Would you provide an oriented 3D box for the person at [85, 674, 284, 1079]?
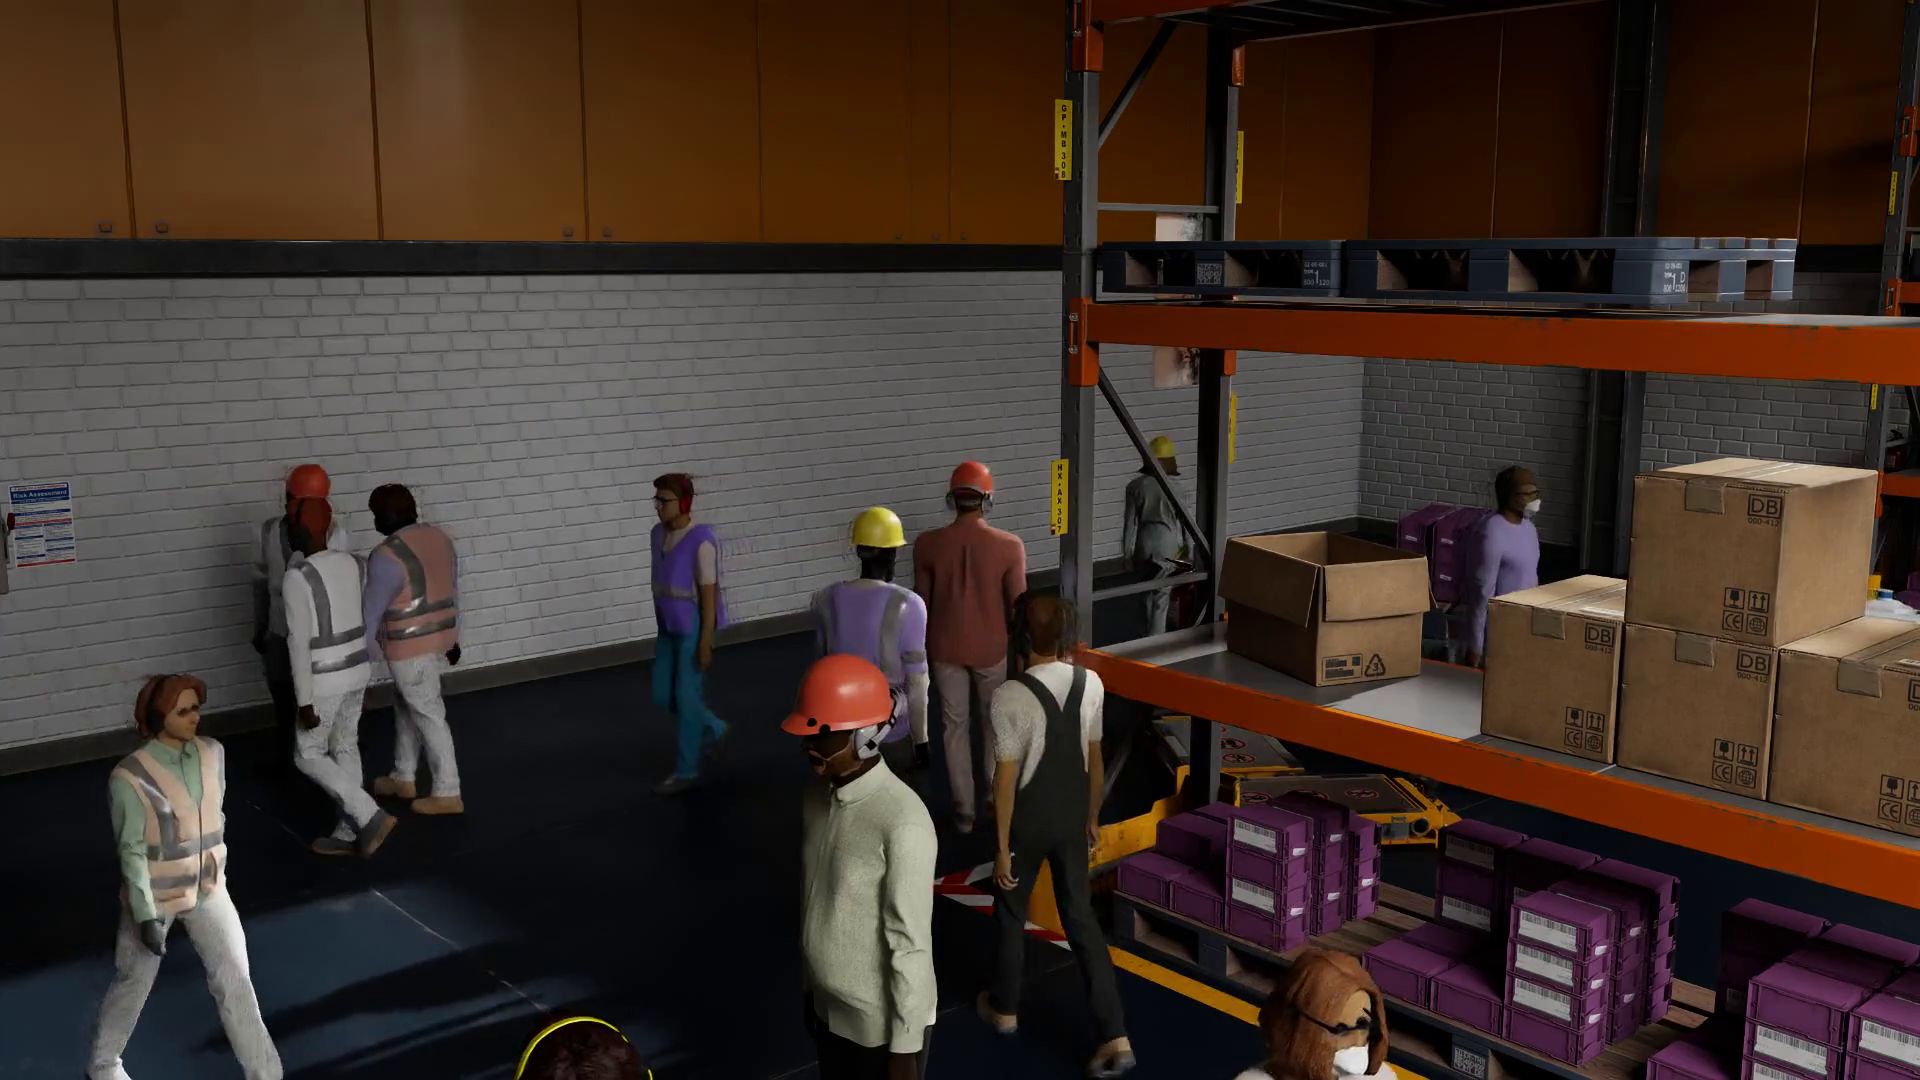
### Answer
[{"bbox_3d":[-2.783,1.248,5.886,0.891,1.595,0.528,4,10,21],"label":"person"}]

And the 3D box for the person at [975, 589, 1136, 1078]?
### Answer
[{"bbox_3d":[0.358,1.086,6.208,0.522,1.818,0.921,-5,11,-29],"label":"person"}]

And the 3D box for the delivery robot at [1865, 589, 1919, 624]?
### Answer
[{"bbox_3d":[6.871,0.608,12.386,0.477,0.478,0.707,-10,13,-44],"label":"delivery robot"}]

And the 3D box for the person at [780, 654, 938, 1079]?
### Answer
[{"bbox_3d":[-0.284,1.280,4.566,0.404,1.987,0.608,-7,12,-34],"label":"person"}]

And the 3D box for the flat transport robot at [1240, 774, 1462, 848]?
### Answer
[{"bbox_3d":[1.888,1.425,8.710,1.431,0.197,0.652,-1,10,-5],"label":"flat transport robot"}]

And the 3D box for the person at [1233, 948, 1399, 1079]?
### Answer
[{"bbox_3d":[0.733,1.636,3.504,0.533,1.616,0.339,-5,11,-28],"label":"person"}]

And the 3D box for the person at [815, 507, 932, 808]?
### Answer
[{"bbox_3d":[-0.360,0.798,7.567,0.609,1.912,0.502,5,11,28],"label":"person"}]

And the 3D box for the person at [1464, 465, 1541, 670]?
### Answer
[{"bbox_3d":[2.987,0.509,9.325,0.990,1.903,0.642,8,12,38],"label":"person"}]

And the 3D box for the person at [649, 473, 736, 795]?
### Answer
[{"bbox_3d":[-1.535,0.519,9.443,0.522,1.828,0.586,-9,13,-41],"label":"person"}]

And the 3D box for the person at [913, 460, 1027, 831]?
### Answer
[{"bbox_3d":[0.053,0.568,8.764,0.612,1.971,0.479,0,10,1],"label":"person"}]

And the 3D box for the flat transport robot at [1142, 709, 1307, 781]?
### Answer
[{"bbox_3d":[1.522,1.256,9.702,0.652,0.197,1.431,-1,10,-5],"label":"flat transport robot"}]

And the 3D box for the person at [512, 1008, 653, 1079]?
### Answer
[{"bbox_3d":[-0.577,1.657,2.700,0.521,1.865,0.327,-6,12,-33],"label":"person"}]

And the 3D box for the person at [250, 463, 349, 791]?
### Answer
[{"bbox_3d":[-3.814,0.499,9.439,0.771,1.893,0.344,3,10,15],"label":"person"}]

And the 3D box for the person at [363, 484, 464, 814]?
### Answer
[{"bbox_3d":[-3.059,0.595,9.073,0.780,1.803,0.659,2,10,13],"label":"person"}]

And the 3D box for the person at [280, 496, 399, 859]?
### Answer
[{"bbox_3d":[-3.070,0.707,8.242,0.508,1.868,0.576,3,10,19],"label":"person"}]

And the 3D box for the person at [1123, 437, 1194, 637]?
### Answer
[{"bbox_3d":[1.499,0.083,12.391,0.503,1.700,0.884,4,11,24],"label":"person"}]
